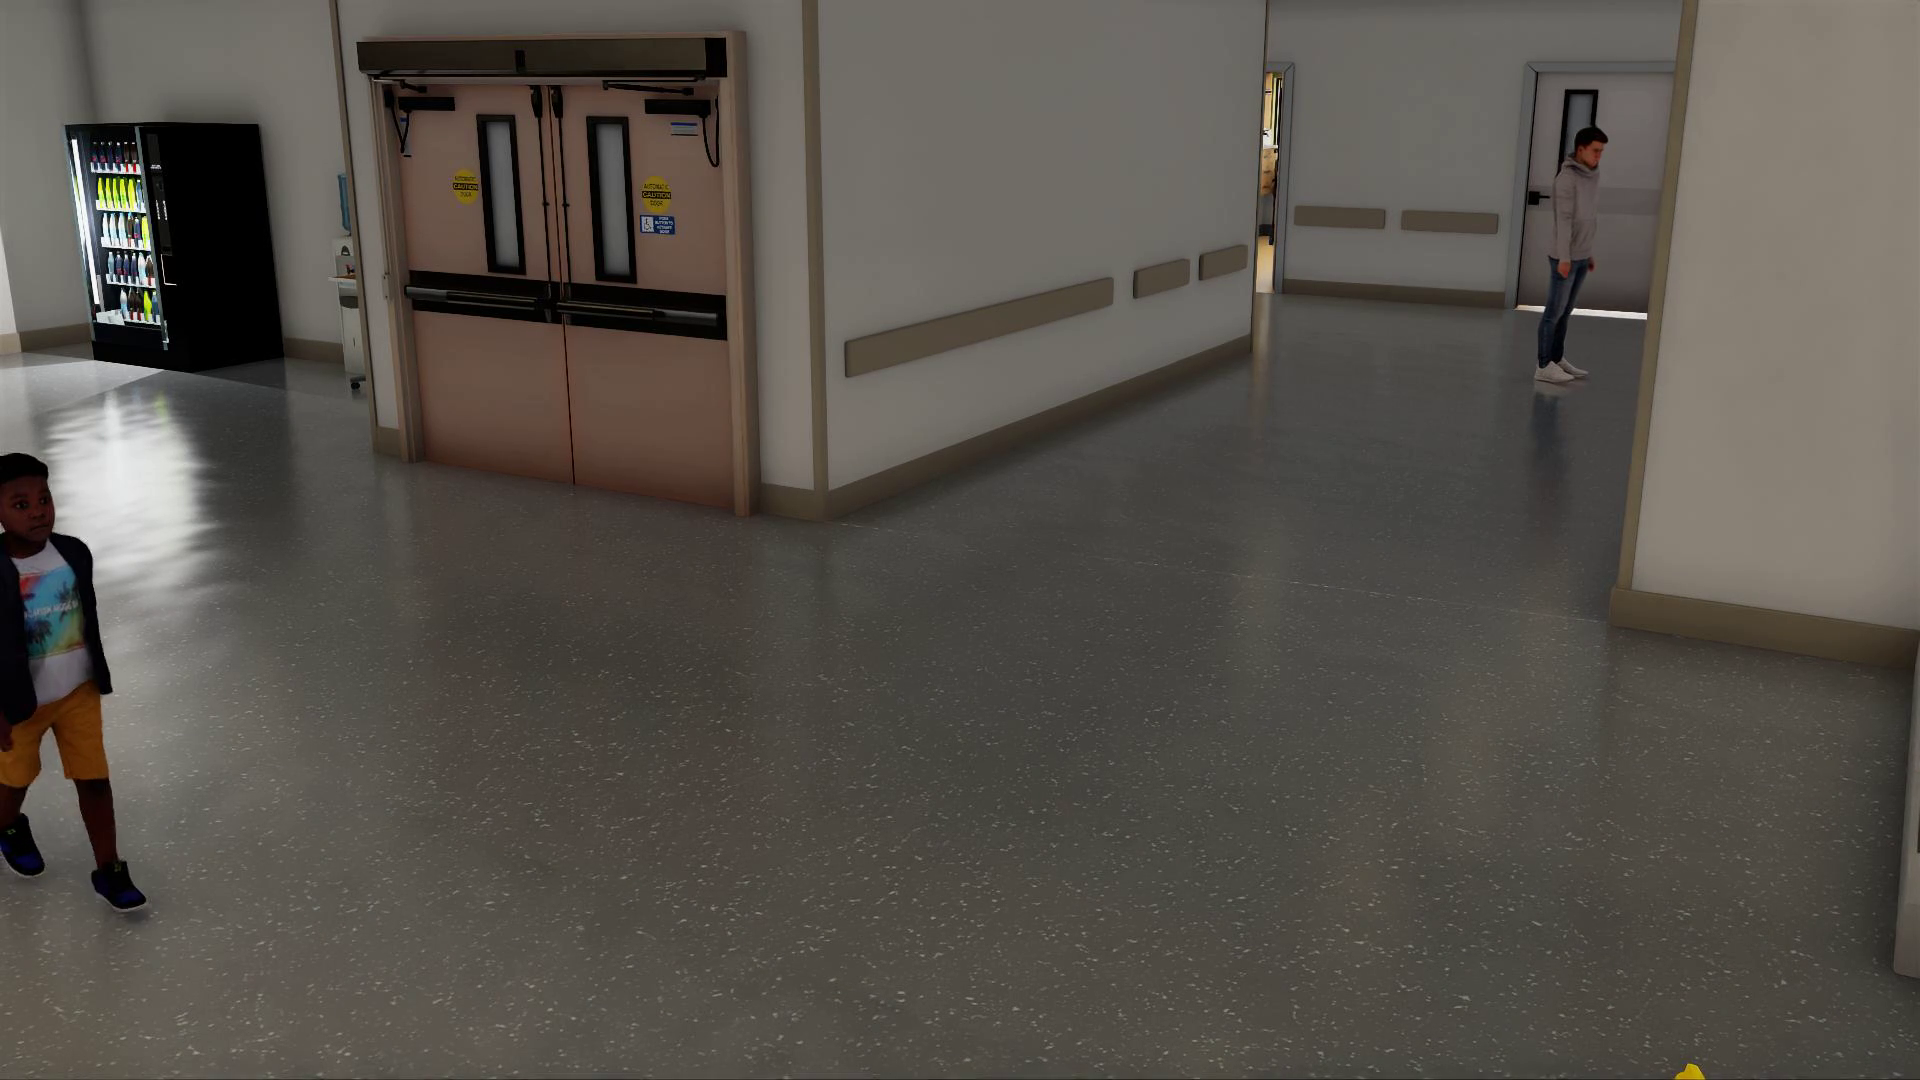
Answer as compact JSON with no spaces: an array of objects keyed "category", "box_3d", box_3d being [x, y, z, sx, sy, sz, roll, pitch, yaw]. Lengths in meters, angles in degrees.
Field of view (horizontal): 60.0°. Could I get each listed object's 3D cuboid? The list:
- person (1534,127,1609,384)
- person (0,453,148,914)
[{"category":"person","box_3d":[4.492,-2.107,12.271,0.651,1.845,0.715,14,21,41]},{"category":"person","box_3d":[-2.537,0.383,4.531,0.898,1.253,0.592,12,20,37]}]
